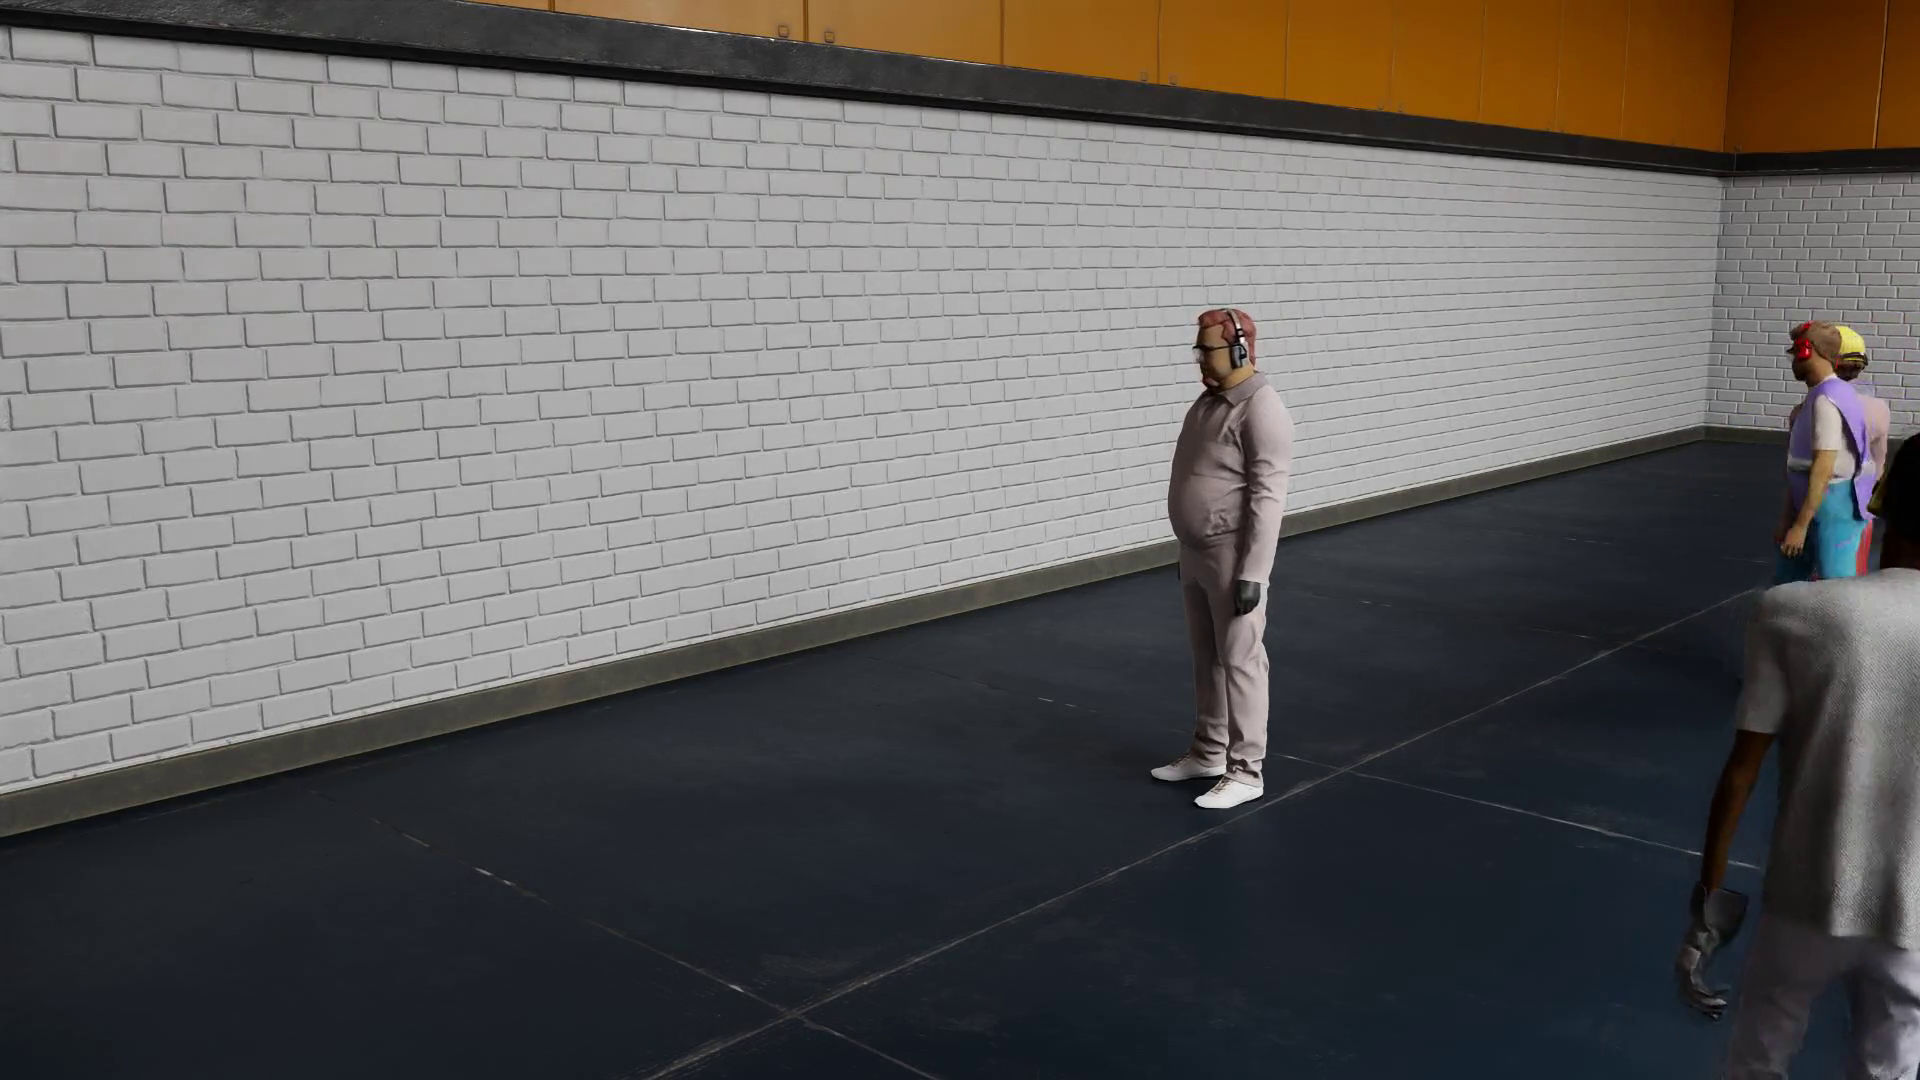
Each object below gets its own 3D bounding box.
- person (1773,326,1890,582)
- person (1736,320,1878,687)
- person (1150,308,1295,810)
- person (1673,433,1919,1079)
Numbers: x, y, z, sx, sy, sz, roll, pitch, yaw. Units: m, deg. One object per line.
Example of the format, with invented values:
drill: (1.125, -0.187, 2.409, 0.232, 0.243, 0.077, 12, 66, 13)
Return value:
person: (4.048, -0.106, 7.763, 0.523, 1.769, 0.322, -2, 10, -13)
person: (3.898, -0.087, 7.576, 0.614, 1.806, 0.659, 4, 11, 22)
person: (0.995, 0.068, 6.387, 0.410, 1.906, 0.642, -3, 10, -18)
person: (1.614, 0.699, 2.997, 0.566, 1.829, 0.460, 5, 11, 26)
